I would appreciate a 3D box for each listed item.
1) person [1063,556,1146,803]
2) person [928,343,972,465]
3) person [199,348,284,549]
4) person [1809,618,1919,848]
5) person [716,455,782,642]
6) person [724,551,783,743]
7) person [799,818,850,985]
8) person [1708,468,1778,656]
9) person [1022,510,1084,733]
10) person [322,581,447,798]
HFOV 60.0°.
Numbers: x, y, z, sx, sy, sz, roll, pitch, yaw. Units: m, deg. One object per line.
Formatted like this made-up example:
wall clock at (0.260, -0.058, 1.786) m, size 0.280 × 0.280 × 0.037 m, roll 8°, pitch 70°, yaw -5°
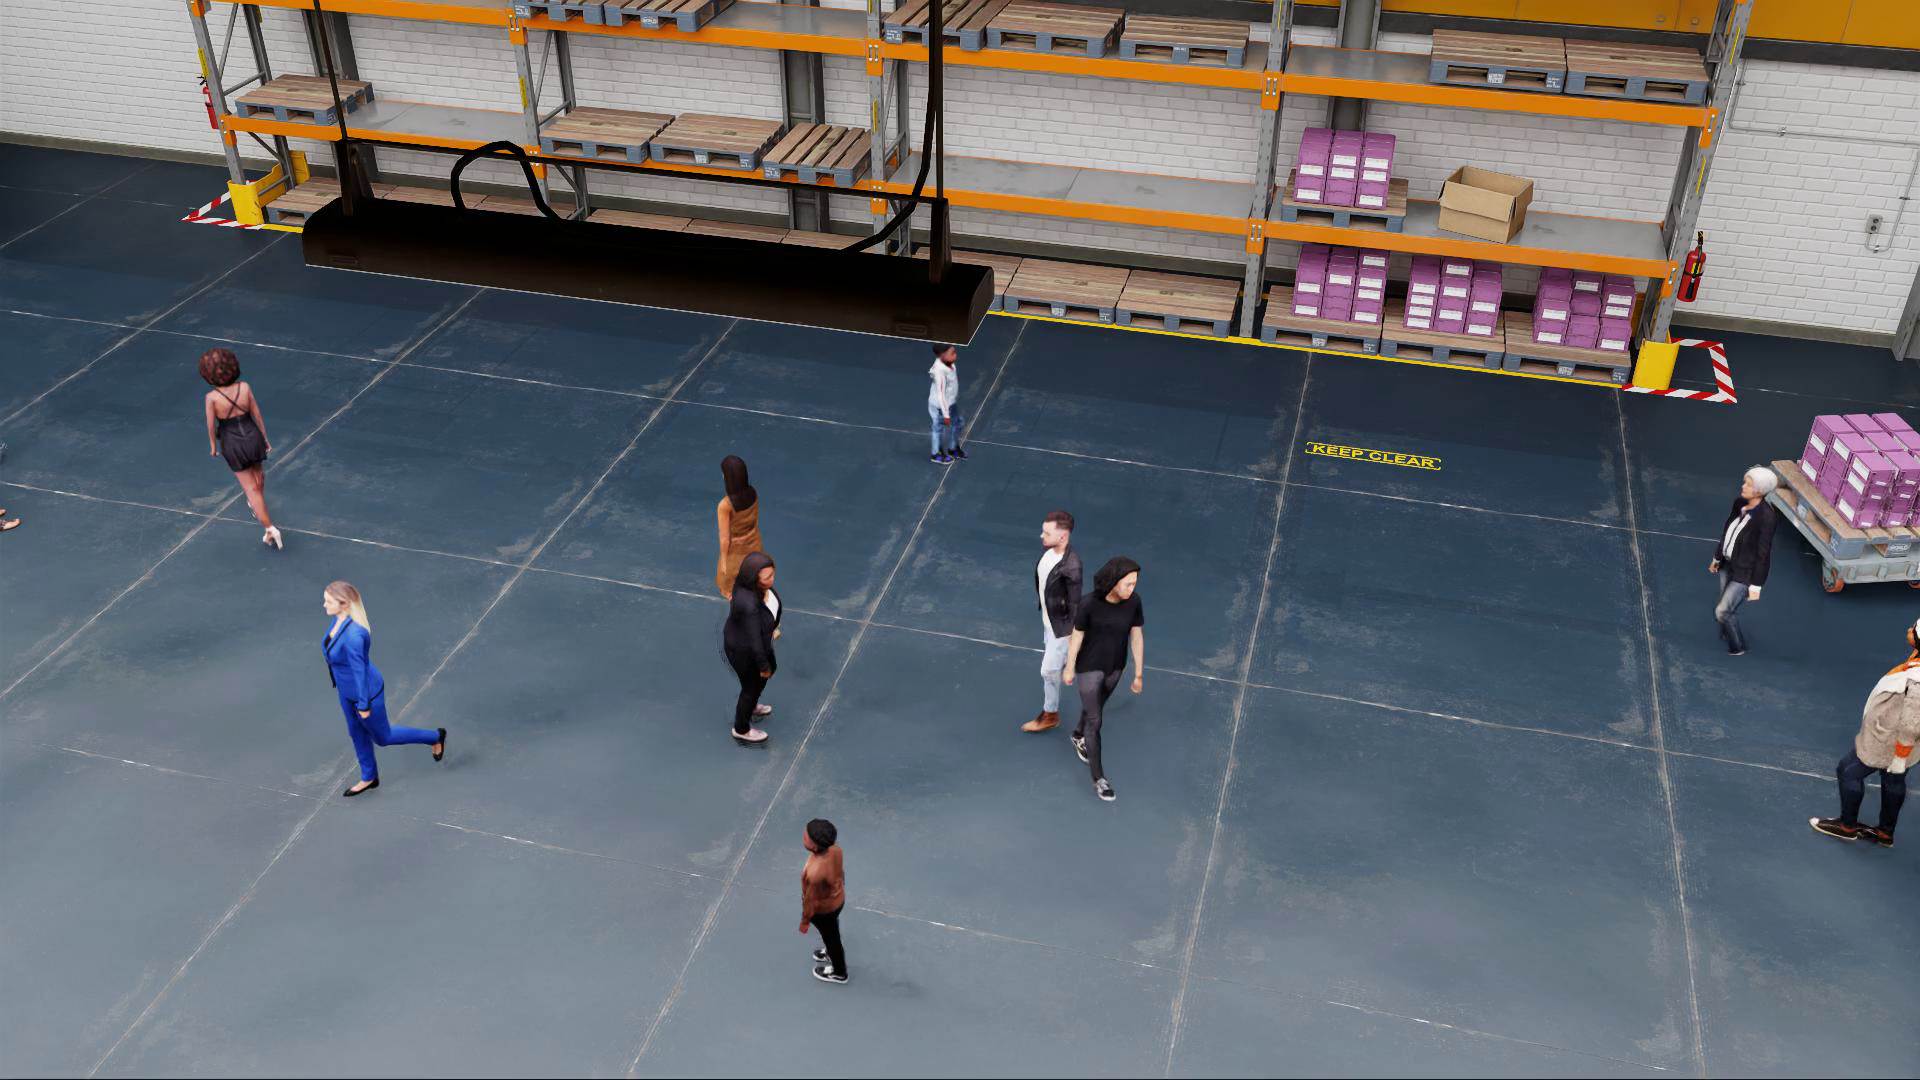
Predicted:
person at (0.936, 0.801, 11.408) m, size 1.092 × 1.802 × 1.079 m, roll -10°, pitch 35°, yaw -15°
person at (-0.201, -1.255, 15.001) m, size 0.577 × 1.248 × 0.506 m, roll 10°, pitch 35°, yaw 14°
person at (-5.875, -0.712, 13.725) m, size 1.088 × 1.756 × 0.901 m, roll 29°, pitch 43°, yaw 36°
person at (6.123, 1.255, 10.660) m, size 0.846 × 1.875 × 0.889 m, roll -27°, pitch 42°, yaw -34°
person at (-1.587, 0.141, 12.513) m, size 0.807 × 1.677 × 0.682 m, roll 18°, pitch 38°, yaw 25°
person at (-1.527, 0.743, 11.687) m, size 0.724 × 1.590 × 0.732 m, roll -2°, pitch 34°, yaw -3°
person at (-0.737, 2.163, 9.861) m, size 0.495 × 1.245 × 0.525 m, roll 7°, pitch 34°, yaw 11°
person at (6.016, 0.266, 12.623) m, size 0.714 × 1.773 × 0.844 m, roll 0°, pitch 34°, yaw 0°
person at (0.788, 0.564, 11.755) m, size 1.107 × 1.811 × 0.973 m, roll -11°, pitch 35°, yaw -15°
person at (-3.945, 0.990, 11.230) m, size 1.038 × 1.684 × 1.020 m, roll -21°, pitch 39°, yaw -28°
